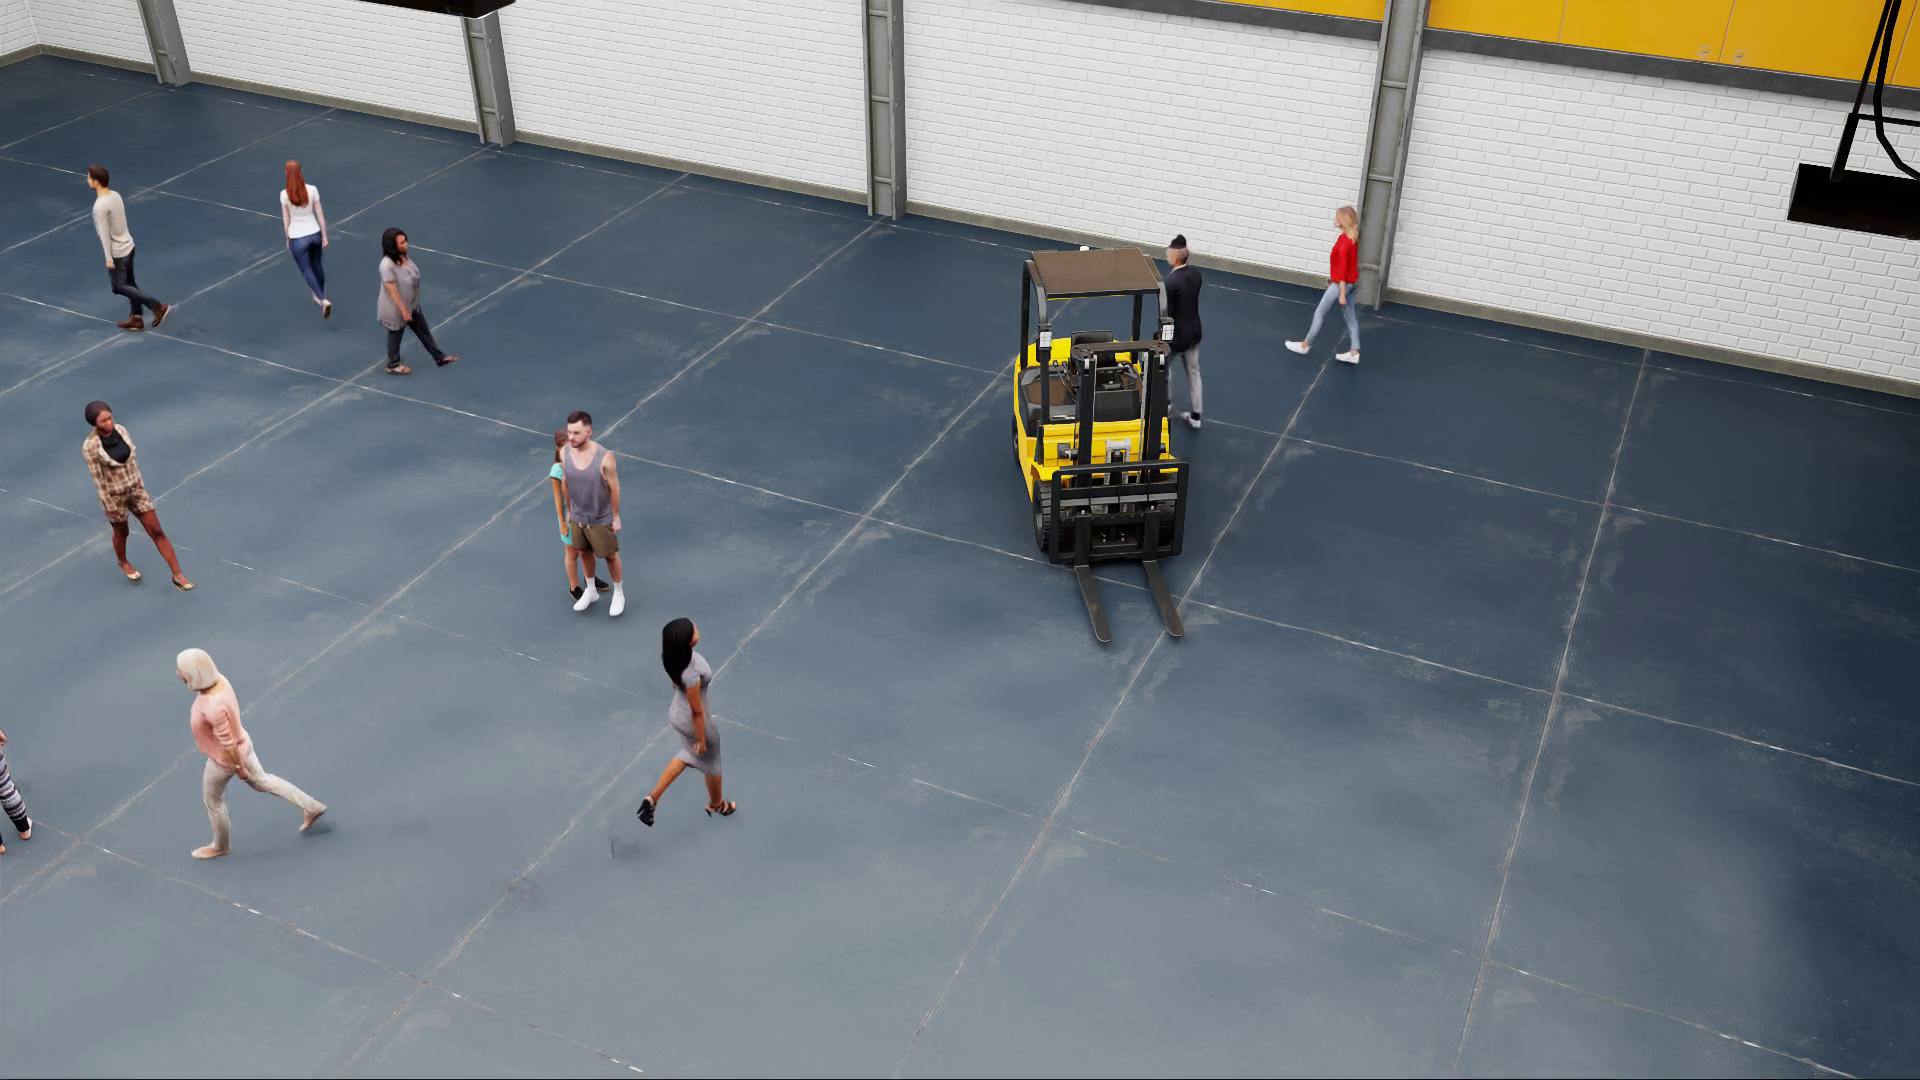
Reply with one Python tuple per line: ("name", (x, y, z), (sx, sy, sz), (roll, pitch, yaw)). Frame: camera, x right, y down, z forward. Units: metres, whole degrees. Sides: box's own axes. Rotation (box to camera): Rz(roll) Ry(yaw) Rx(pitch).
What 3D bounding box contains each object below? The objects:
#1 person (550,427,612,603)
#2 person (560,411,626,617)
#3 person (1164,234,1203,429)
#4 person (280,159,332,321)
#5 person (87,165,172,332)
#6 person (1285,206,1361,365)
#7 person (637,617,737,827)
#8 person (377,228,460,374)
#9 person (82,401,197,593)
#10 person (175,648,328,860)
("person", (-3.126, -0.224, 13.549), (0.605, 1.557, 0.599), (24, 41, 32))
("person", (-2.921, -0.230, 13.207), (0.553, 1.846, 0.735), (8, 35, 12))
("person", (2.156, -1.931, 15.793), (1.023, 1.917, 1.104), (-23, 40, -31))
("person", (-7.012, -3.206, 17.891), (0.870, 1.718, 1.104), (-23, 40, -30))
("person", (-8.772, -3.035, 17.510), (1.018, 1.855, 0.919), (-4, 34, -6))
("person", (3.979, -2.560, 16.963), (0.995, 1.668, 0.635), (17, 37, 23))
("person", (-1.869, 1.269, 11.117), (0.912, 1.763, 0.981), (-23, 40, -30))
("person", (-5.729, -2.393, 16.800), (1.059, 1.570, 0.825), (3, 34, 4))
("person", (-6.878, -0.341, 13.562), (1.113, 1.738, 0.667), (18, 38, 25))
("person", (-4.745, 1.384, 11.012), (1.167, 1.688, 1.079), (-10, 35, -14))
